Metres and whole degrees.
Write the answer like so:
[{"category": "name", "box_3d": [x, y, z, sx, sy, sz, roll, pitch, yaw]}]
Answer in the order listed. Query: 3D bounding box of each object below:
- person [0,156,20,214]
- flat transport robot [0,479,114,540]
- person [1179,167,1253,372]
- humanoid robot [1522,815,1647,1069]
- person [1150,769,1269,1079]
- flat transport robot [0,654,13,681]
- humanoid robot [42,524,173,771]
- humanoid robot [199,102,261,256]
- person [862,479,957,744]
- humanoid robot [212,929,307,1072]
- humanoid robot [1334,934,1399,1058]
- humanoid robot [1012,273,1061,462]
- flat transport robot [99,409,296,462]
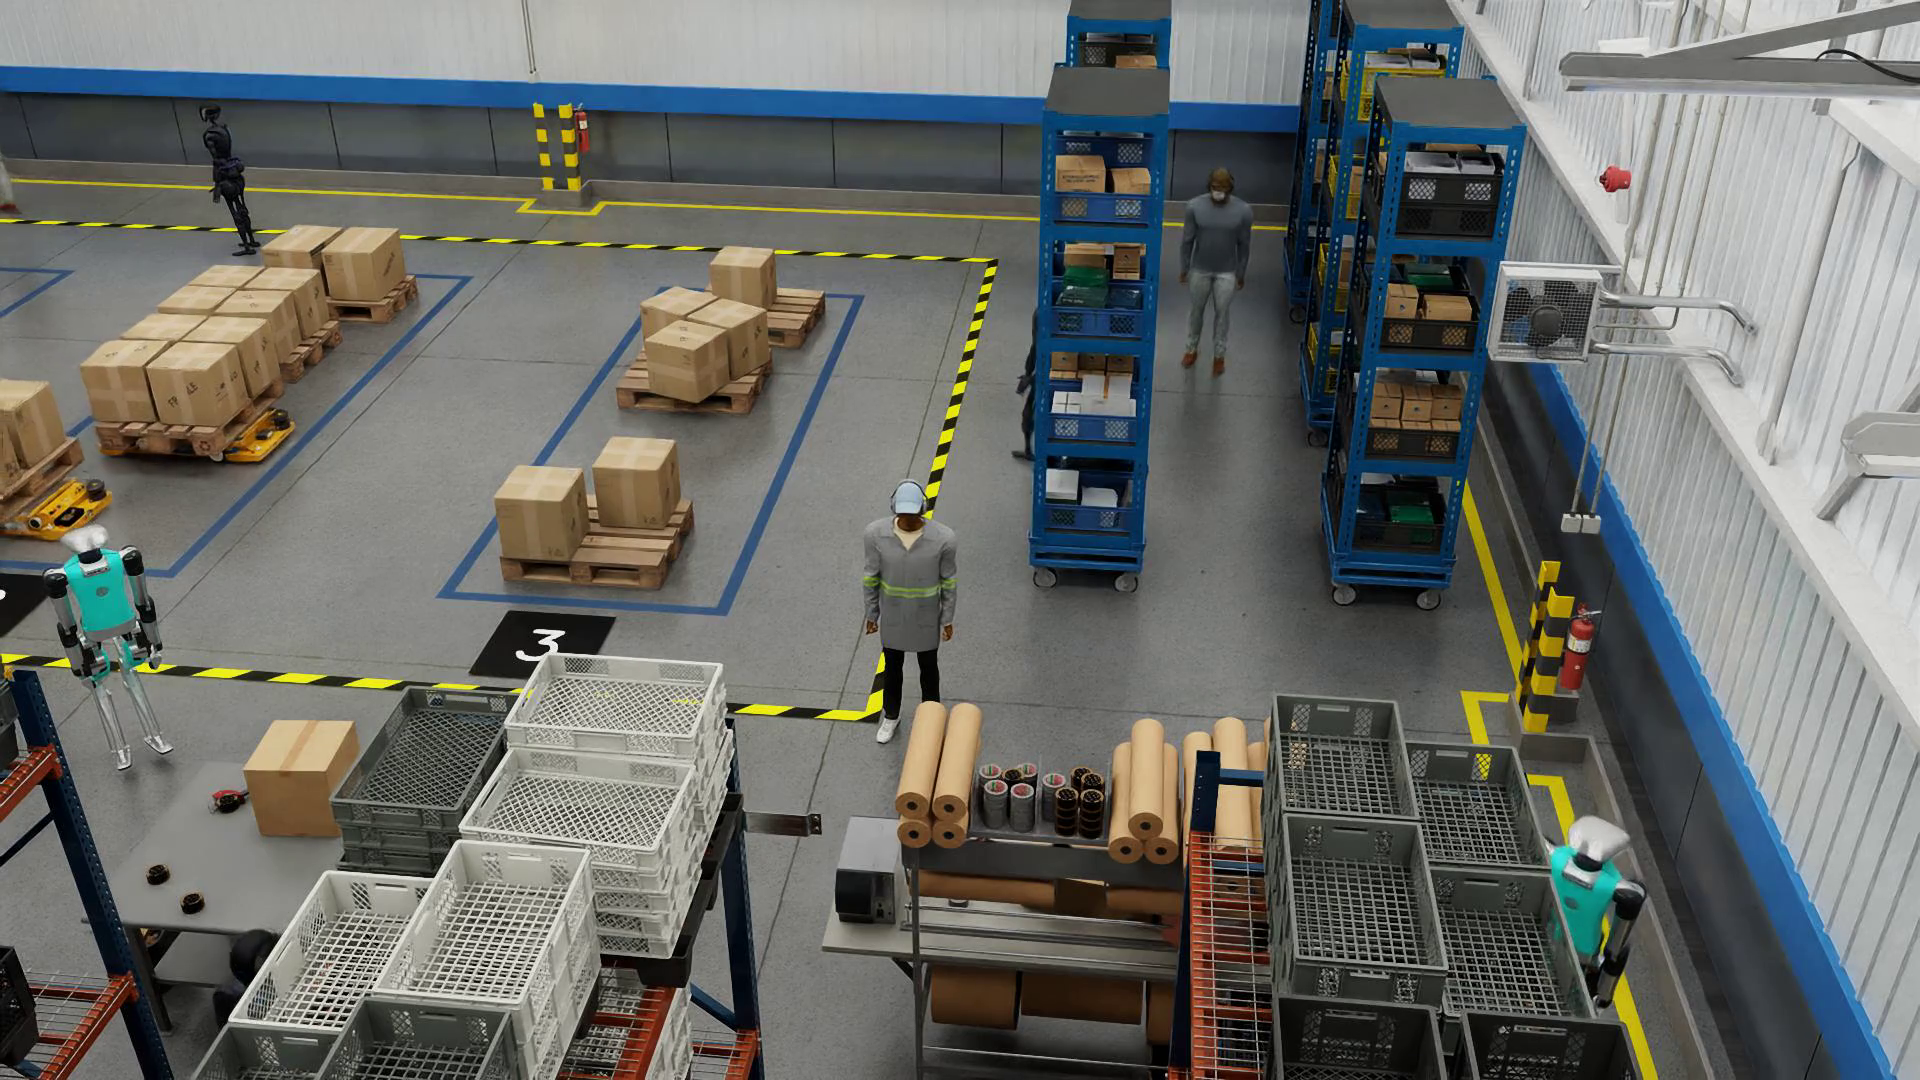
[{"category": "person", "box_3d": [-11.417, -4.688, 19.166, 0.954, 1.836, 0.599, 17, 34, 26]}, {"category": "flat transport robot", "box_3d": [-7.550, -0.282, 13.130, 1.431, 0.197, 0.652, 3, 30, 6]}, {"category": "person", "box_3d": [2.329, -2.492, 15.295, 0.634, 1.936, 0.352, 6, 31, 11]}, {"category": "humanoid robot", "box_3d": [2.908, 1.964, 7.856, 0.541, 1.813, 0.662, 24, 38, 35]}, {"category": "person", "box_3d": [1.170, 1.843, 7.829, 0.598, 1.957, 0.364, 13, 33, 22]}, {"category": "flat transport robot", "box_3d": [-7.142, 0.969, 11.010, 1.431, 0.231, 0.659, 3, 30, 6]}, {"category": "humanoid robot", "box_3d": [-5.173, 0.576, 10.087, 0.533, 1.681, 0.735, -21, 36, -32]}, {"category": "humanoid robot", "box_3d": [-7.919, -3.910, 17.972, 0.315, 1.659, 0.599, -2, 30, -4]}, {"category": "person", "box_3d": [-0.313, 0.457, 10.315, 0.588, 1.852, 0.374, 3, 30, 4]}, {"category": "humanoid robot", "box_3d": [-2.871, 2.362, 7.215, 0.593, 1.654, 0.342, 1, 30, 2]}, {"category": "humanoid robot", "box_3d": [1.843, 2.248, 7.404, 0.361, 1.646, 0.608, -23, 37, -34]}, {"category": "humanoid robot", "box_3d": [0.732, -1.420, 13.727, 0.480, 1.647, 0.600, 21, 36, 32]}, {"category": "flat transport robot", "box_3d": [-6.533, -0.933, 14.249, 1.431, 0.197, 0.652, 3, 30, 6]}]
